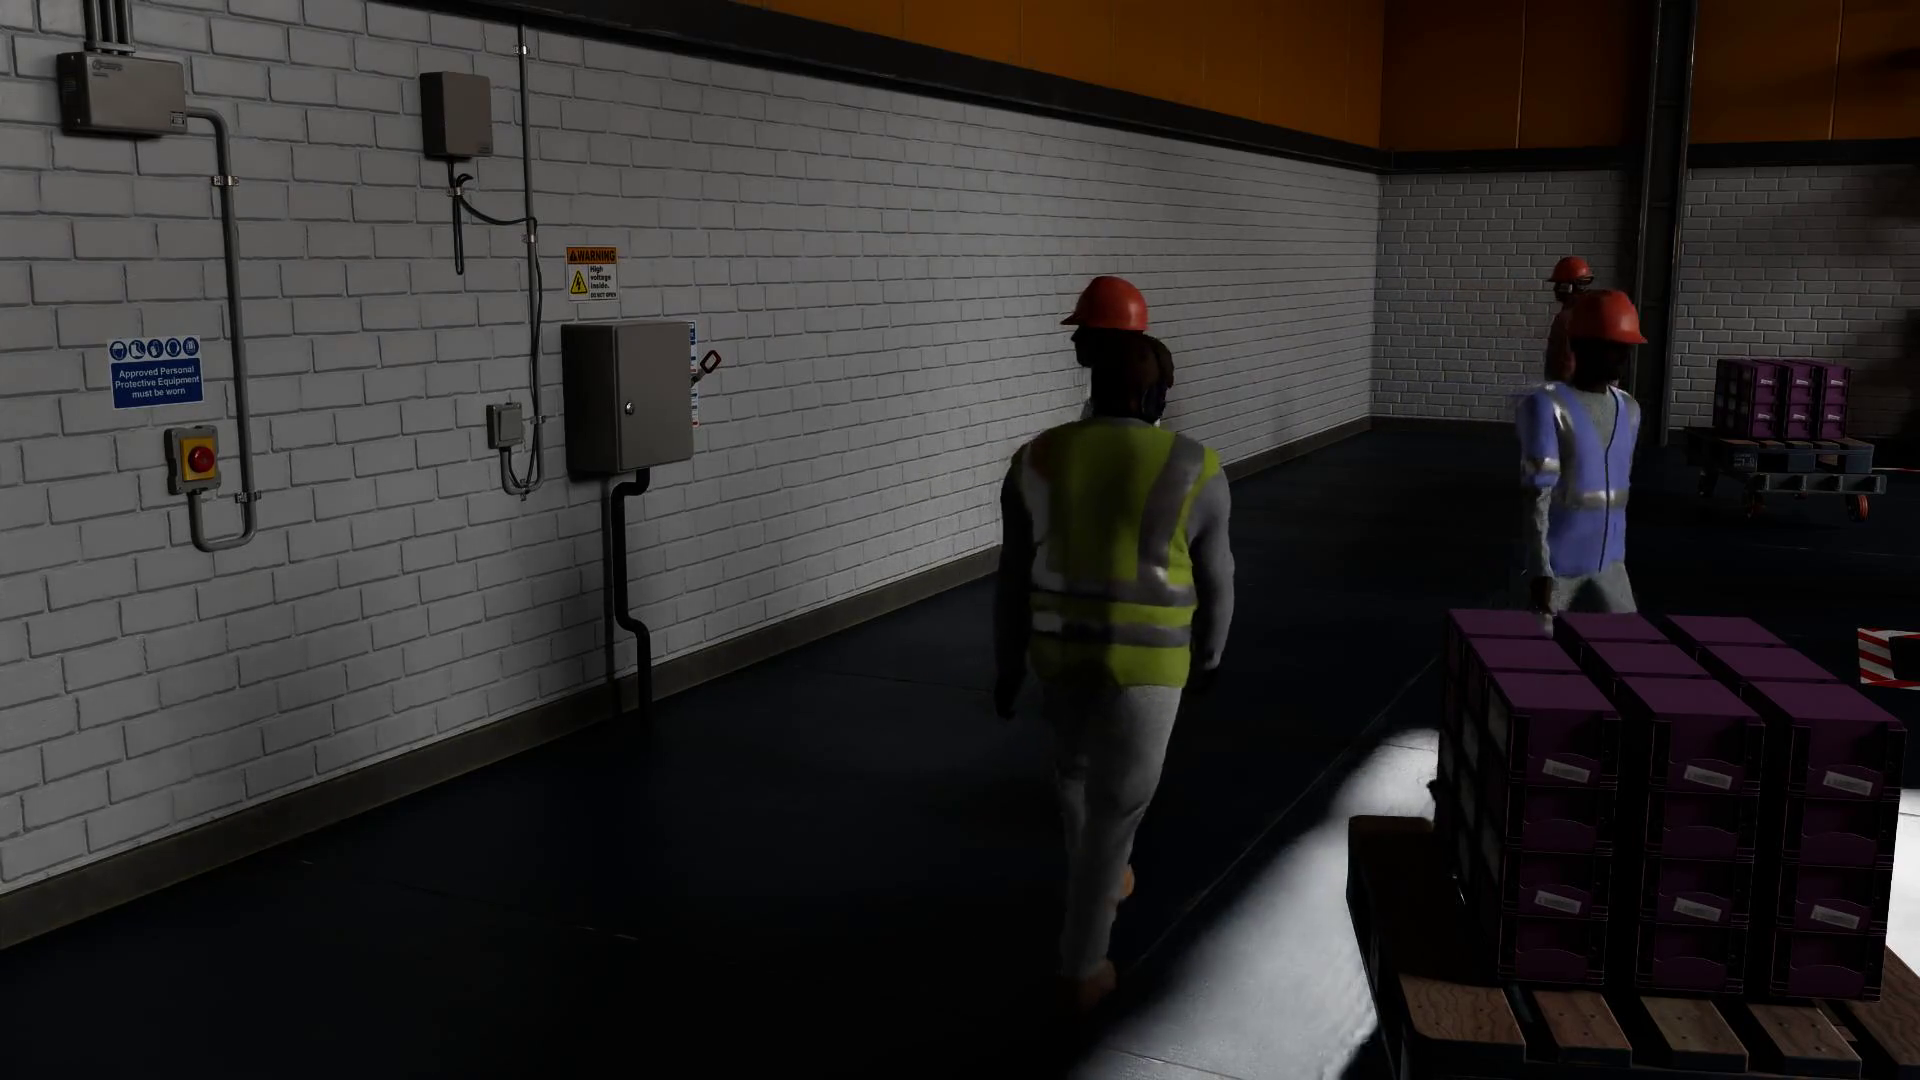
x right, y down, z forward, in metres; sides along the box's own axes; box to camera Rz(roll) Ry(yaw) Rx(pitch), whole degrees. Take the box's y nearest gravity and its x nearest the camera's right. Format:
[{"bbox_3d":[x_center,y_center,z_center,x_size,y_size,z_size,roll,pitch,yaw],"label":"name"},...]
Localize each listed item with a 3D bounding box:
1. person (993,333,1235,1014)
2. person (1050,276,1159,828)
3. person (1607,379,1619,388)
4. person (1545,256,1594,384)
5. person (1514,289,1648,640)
[{"bbox_3d":[0.463,0.330,4.656,0.635,1.798,0.915,5,11,26],"label":"person"},{"bbox_3d":[0.515,0.055,5.846,0.354,1.942,0.545,3,10,18],"label":"person"},{"bbox_3d":[5.494,-1.279,14.560,0.511,1.613,0.759,8,13,40],"label":"person"},{"bbox_3d":[4.352,-1.024,11.932,0.395,1.993,0.616,8,13,39],"label":"person"},{"bbox_3d":[2.218,0.030,6.124,0.544,1.904,0.932,-4,10,-20],"label":"person"}]
